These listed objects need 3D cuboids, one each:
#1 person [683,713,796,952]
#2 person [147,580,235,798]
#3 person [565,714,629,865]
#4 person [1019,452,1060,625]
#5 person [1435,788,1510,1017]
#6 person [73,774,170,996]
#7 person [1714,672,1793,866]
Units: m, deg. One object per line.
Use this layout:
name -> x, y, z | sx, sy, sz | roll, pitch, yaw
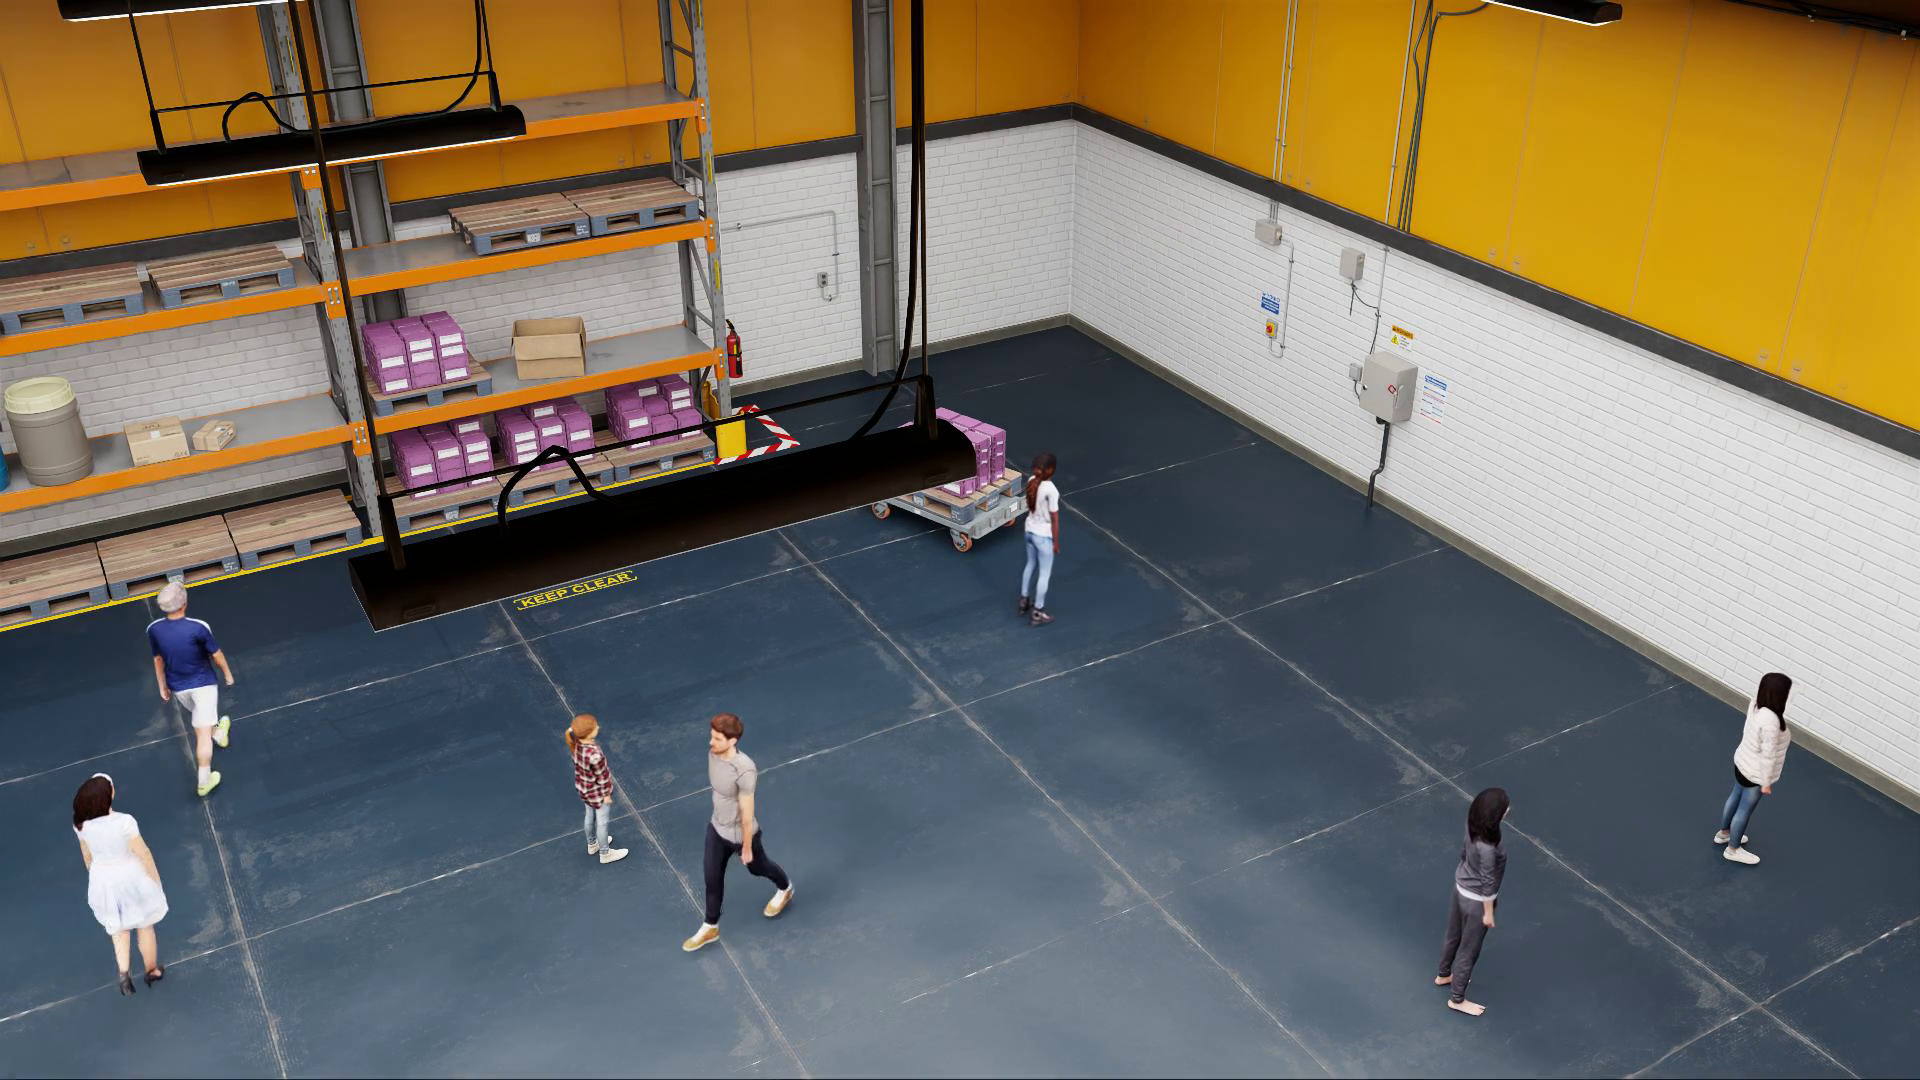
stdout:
person -> -1.525, 2.024, 11.843 | 1.259, 1.855, 0.872 | -25, 37, -38
person -> -6.196, 1.227, 13.382 | 1.188, 1.782, 1.082 | -1, 29, -1
person -> -2.798, 1.881, 12.681 | 0.578, 1.306, 0.570 | -23, 36, -36
person -> 0.758, -0.036, 15.766 | 0.538, 1.716, 0.578 | -16, 33, -27
person -> 3.466, 2.407, 11.236 | 0.656, 1.765, 0.663 | -2, 29, -3
person -> -5.670, 2.397, 11.216 | 0.901, 1.803, 0.927 | -2, 29, -4
person -> 6.049, 1.707, 12.651 | 0.729, 1.638, 0.702 | 2, 29, 5
